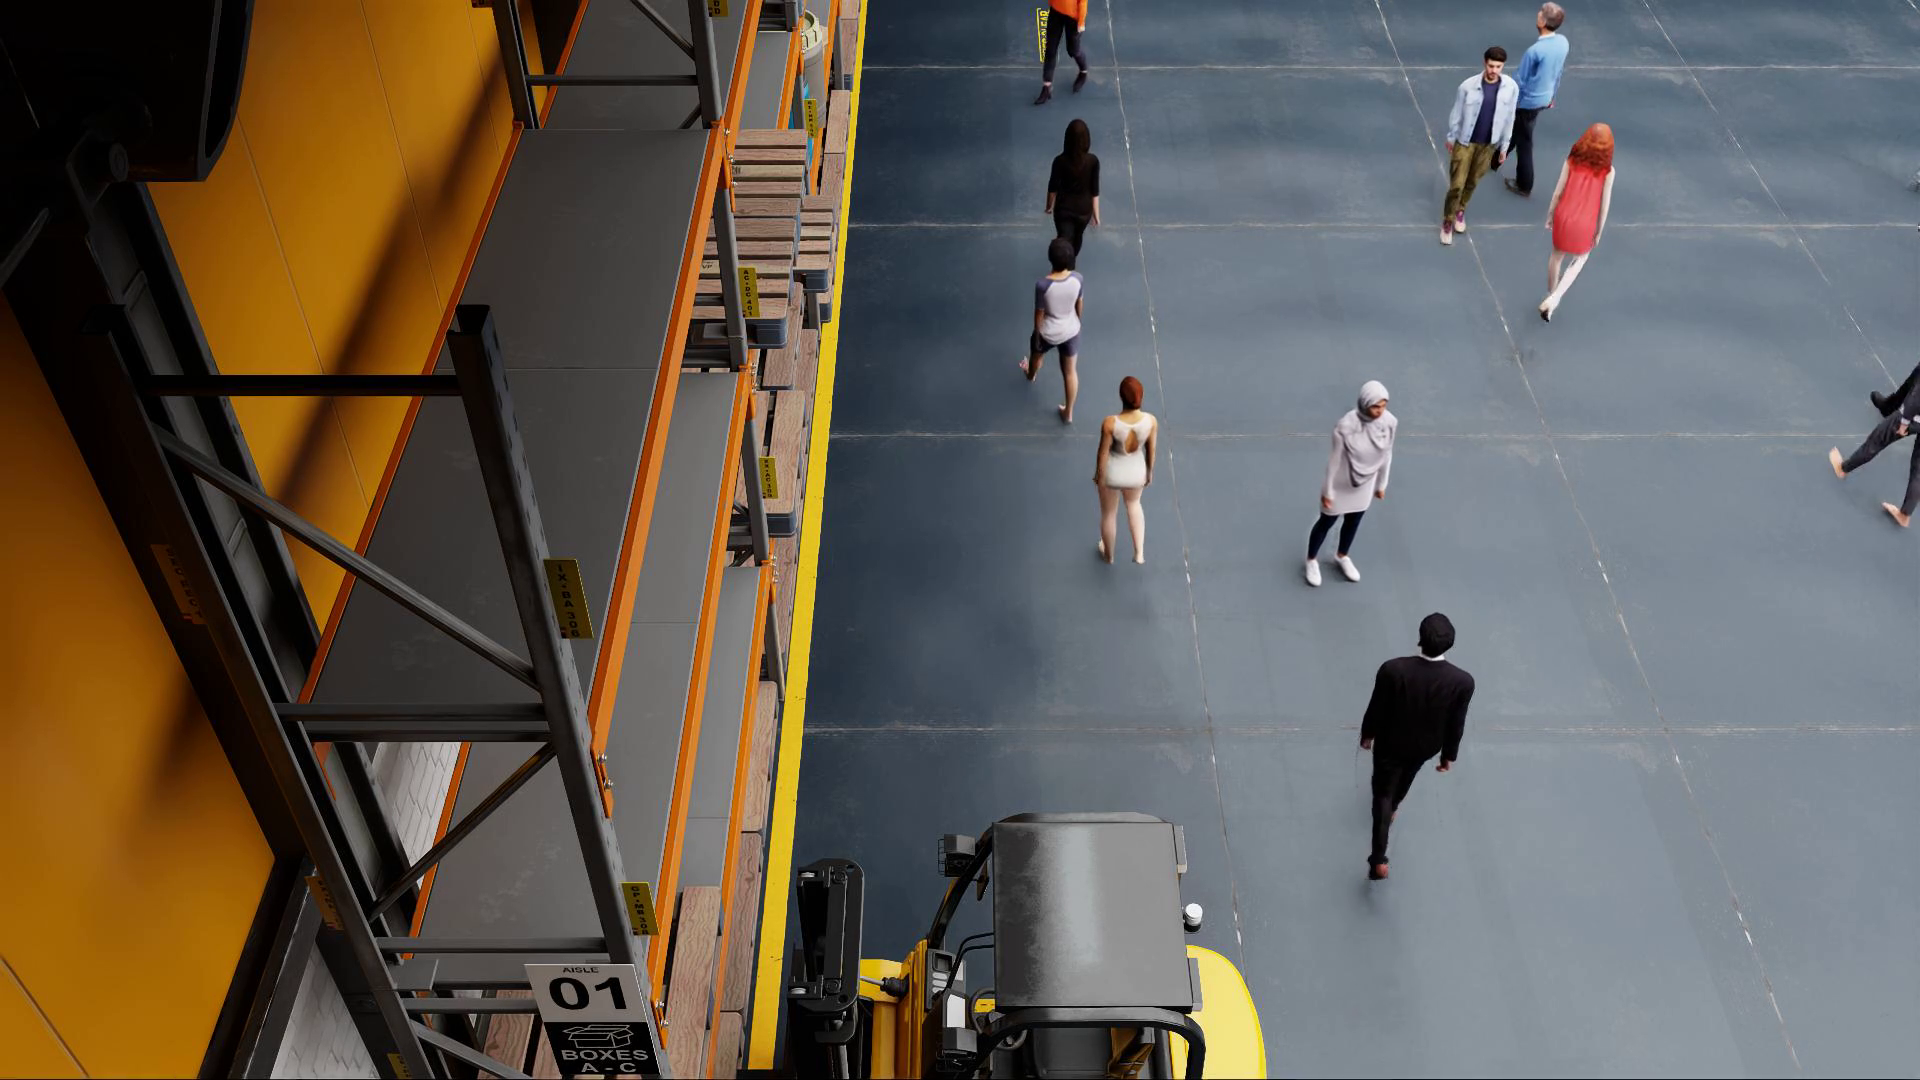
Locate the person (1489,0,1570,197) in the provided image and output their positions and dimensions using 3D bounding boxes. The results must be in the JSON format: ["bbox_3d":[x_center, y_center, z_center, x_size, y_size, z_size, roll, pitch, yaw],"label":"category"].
[{"bbox_3d":[5.265,-3.960,15.096,1.010,1.797,1.115,-27,50,-26],"label":"person"}]

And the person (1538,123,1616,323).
[{"bbox_3d":[4.991,-2.525,13.577,0.849,1.814,0.958,23,48,23],"label":"person"}]

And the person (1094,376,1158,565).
[{"bbox_3d":[1.152,-0.398,11.476,0.638,1.632,0.730,-10,45,-11],"label":"person"}]

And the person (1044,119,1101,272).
[{"bbox_3d":[0.948,-2.686,13.901,0.656,1.599,1.107,-4,44,-4],"label":"person"}]

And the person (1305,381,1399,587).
[{"bbox_3d":[2.663,-0.392,11.371,0.659,1.769,0.621,-7,44,-7],"label":"person"}]

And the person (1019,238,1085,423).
[{"bbox_3d":[0.777,-1.574,12.786,0.734,1.528,1.030,-11,45,-12],"label":"person"}]

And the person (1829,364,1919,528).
[{"bbox_3d":[6.935,-0.824,11.849,0.729,1.735,1.067,-8,44,-9],"label":"person"}]

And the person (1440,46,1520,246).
[{"bbox_3d":[4.541,-3.541,14.658,0.680,1.794,0.763,1,44,1],"label":"person"}]

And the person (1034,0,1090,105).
[{"bbox_3d":[1.104,-5.190,16.433,0.970,1.733,1.046,31,52,29],"label":"person"}]

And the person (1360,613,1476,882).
[{"bbox_3d":[2.594,1.227,9.610,0.839,1.853,1.184,7,44,7],"label":"person"}]
